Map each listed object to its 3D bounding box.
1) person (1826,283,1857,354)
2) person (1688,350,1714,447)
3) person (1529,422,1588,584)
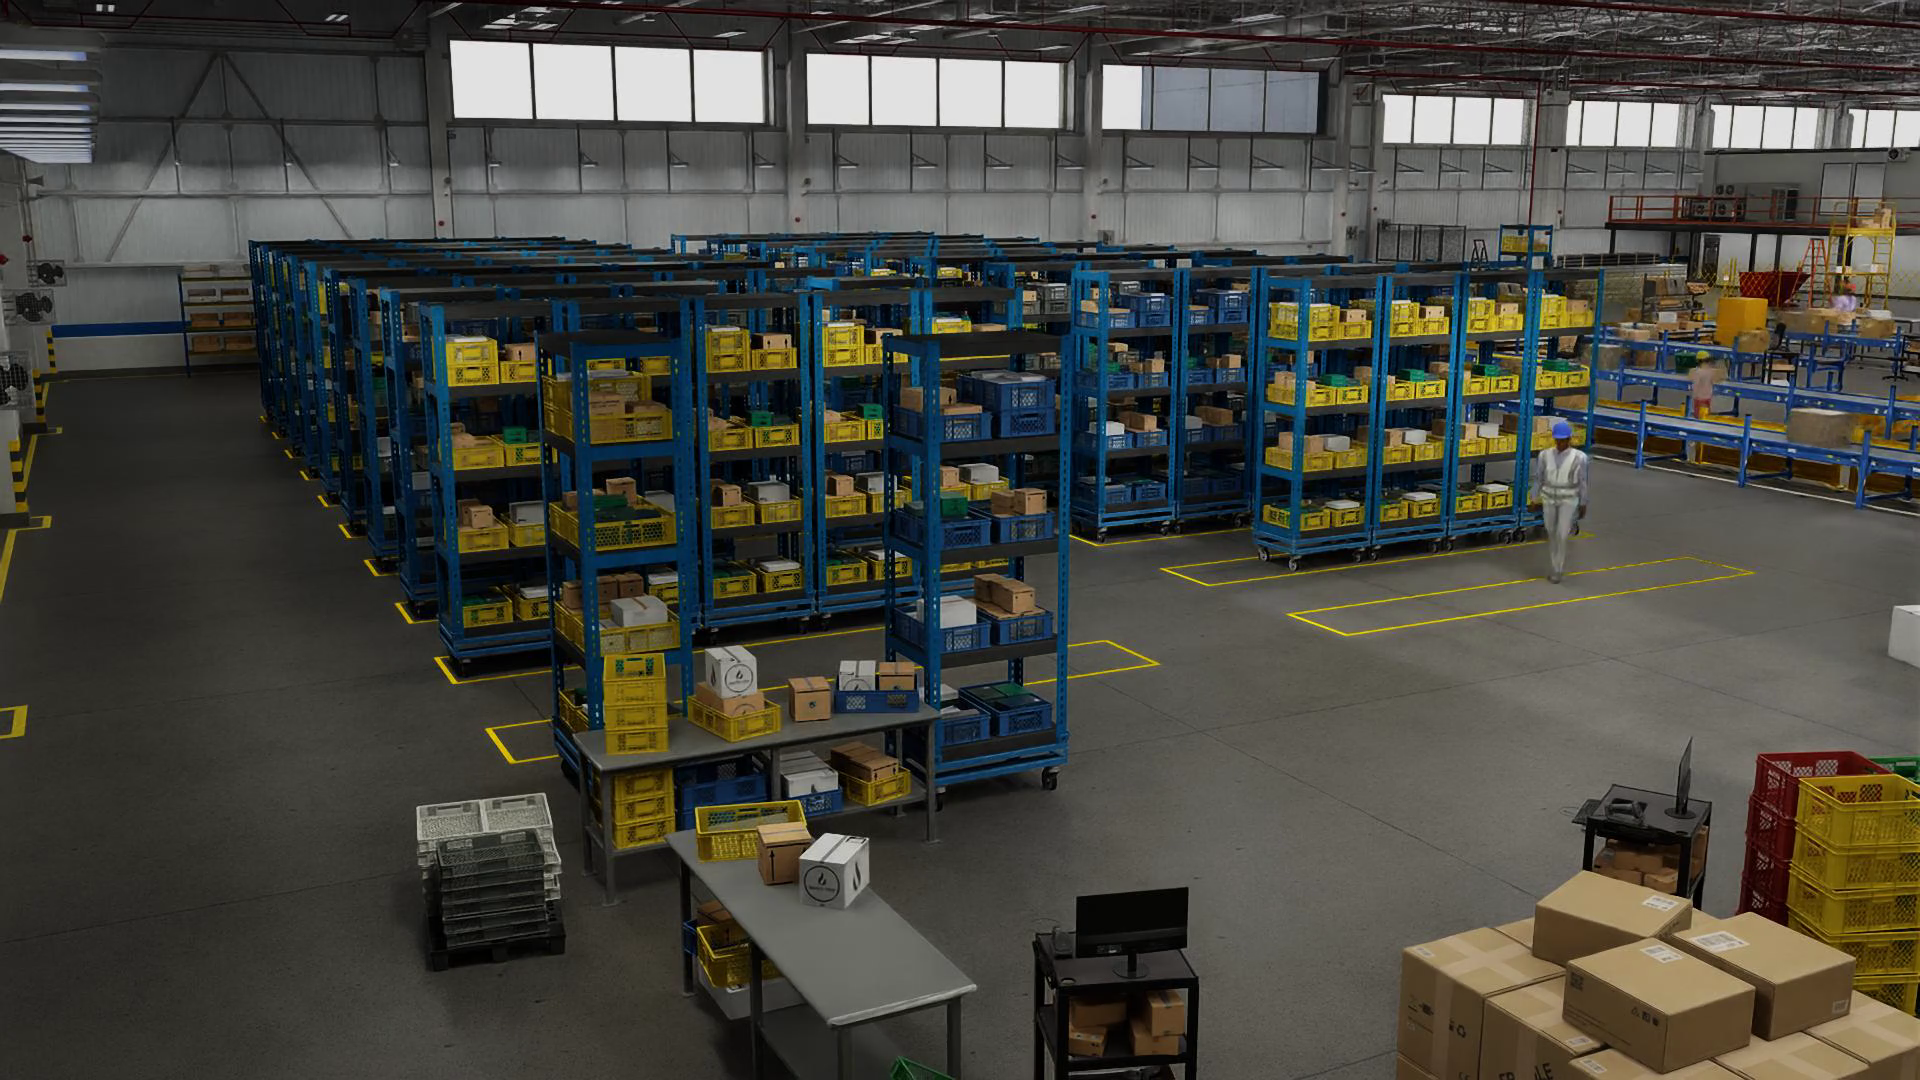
[{"bbox_3d":[24.877,-6.244,46.873,0.599,1.994,1.089,-5,13,-23],"label":"person"},{"bbox_3d":[13.384,-2.549,30.086,0.524,1.756,0.377,-10,15,-38],"label":"person"},{"bbox_3d":[7.094,-0.443,19.841,0.635,1.916,0.790,10,15,38],"label":"person"}]
